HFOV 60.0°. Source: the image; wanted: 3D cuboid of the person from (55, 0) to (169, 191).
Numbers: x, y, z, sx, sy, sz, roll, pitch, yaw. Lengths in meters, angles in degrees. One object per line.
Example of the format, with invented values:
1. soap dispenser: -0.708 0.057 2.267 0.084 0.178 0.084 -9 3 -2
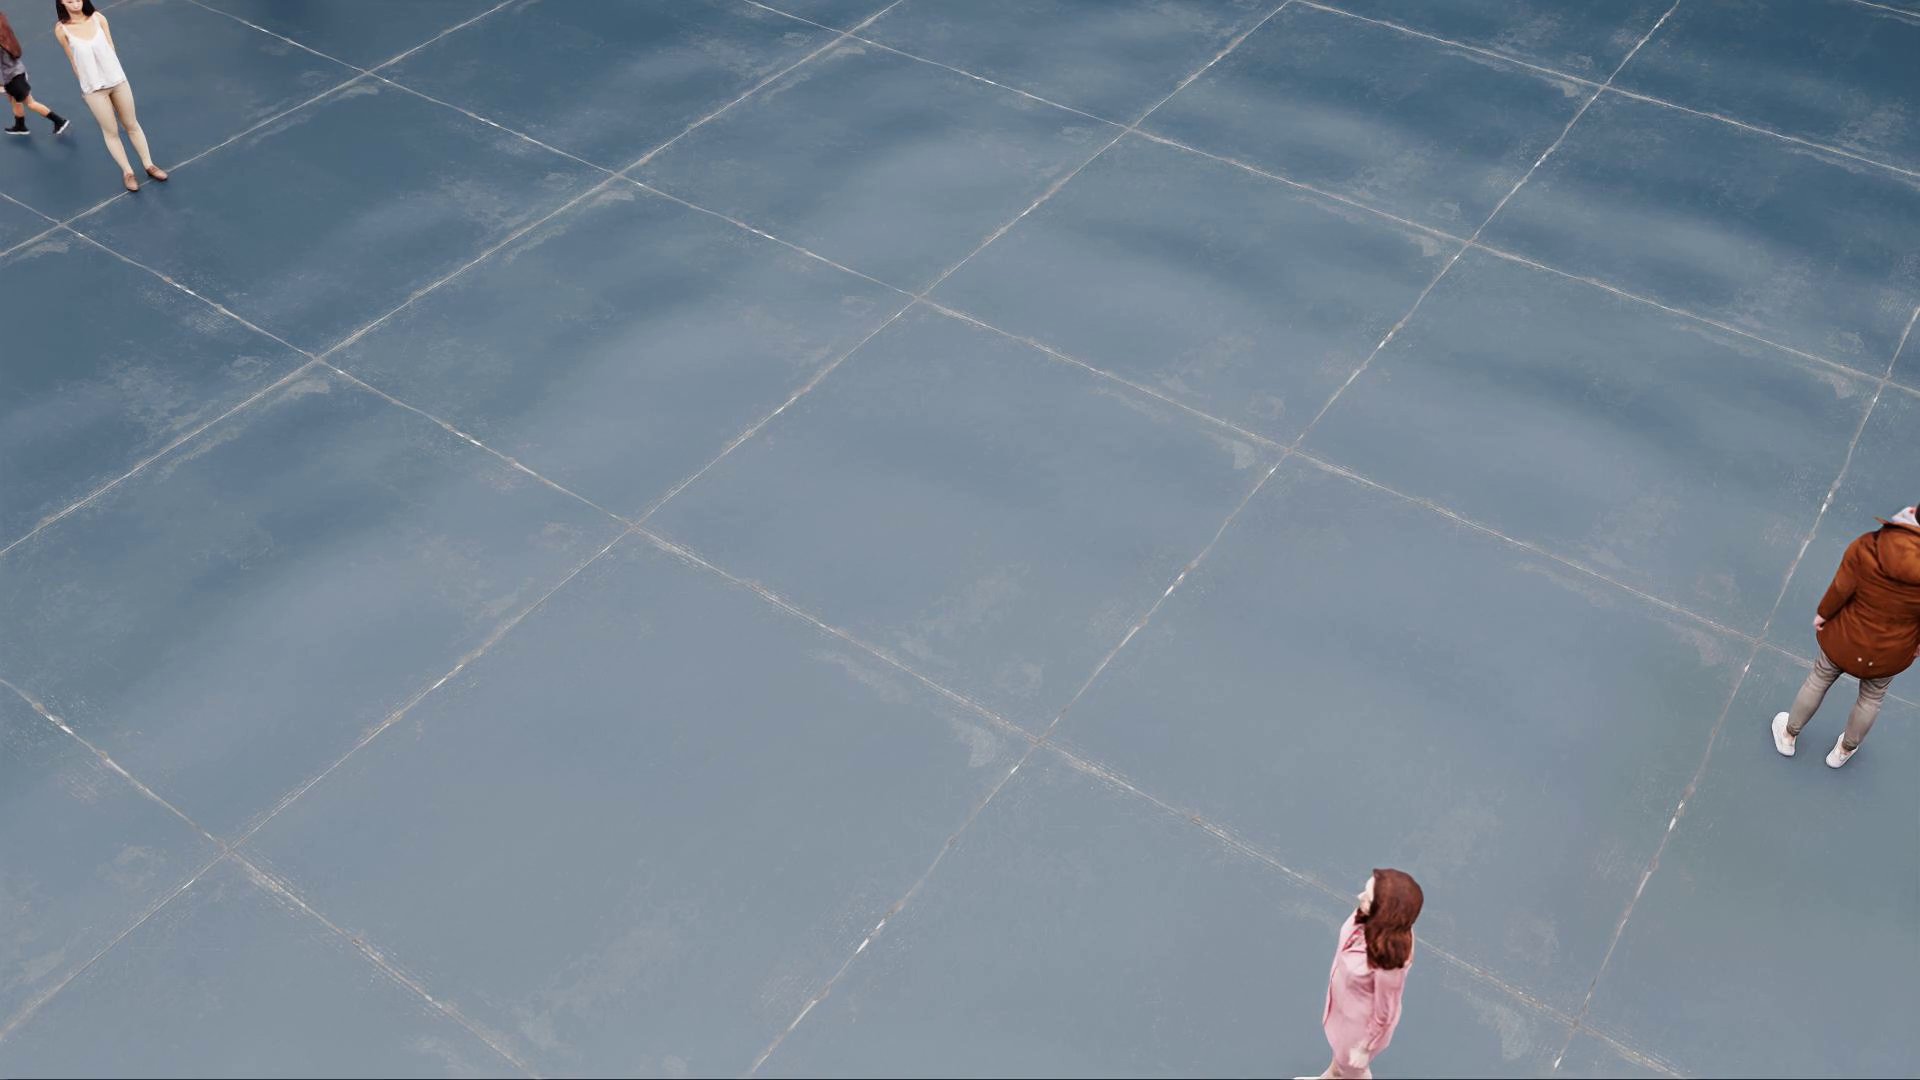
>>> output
1. person: -6.584 -3.516 12.771 0.567 1.653 0.621 26 49 25

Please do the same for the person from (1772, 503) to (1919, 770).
1. person: 4.599 0.460 8.378 0.695 1.839 0.814 18 46 18

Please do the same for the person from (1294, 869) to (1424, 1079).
1. person: 1.662 1.919 6.842 0.702 1.802 0.694 2 43 2

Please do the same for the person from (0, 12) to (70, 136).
1. person: -7.611 -3.760 13.445 0.819 1.091 0.752 -6 43 -6
